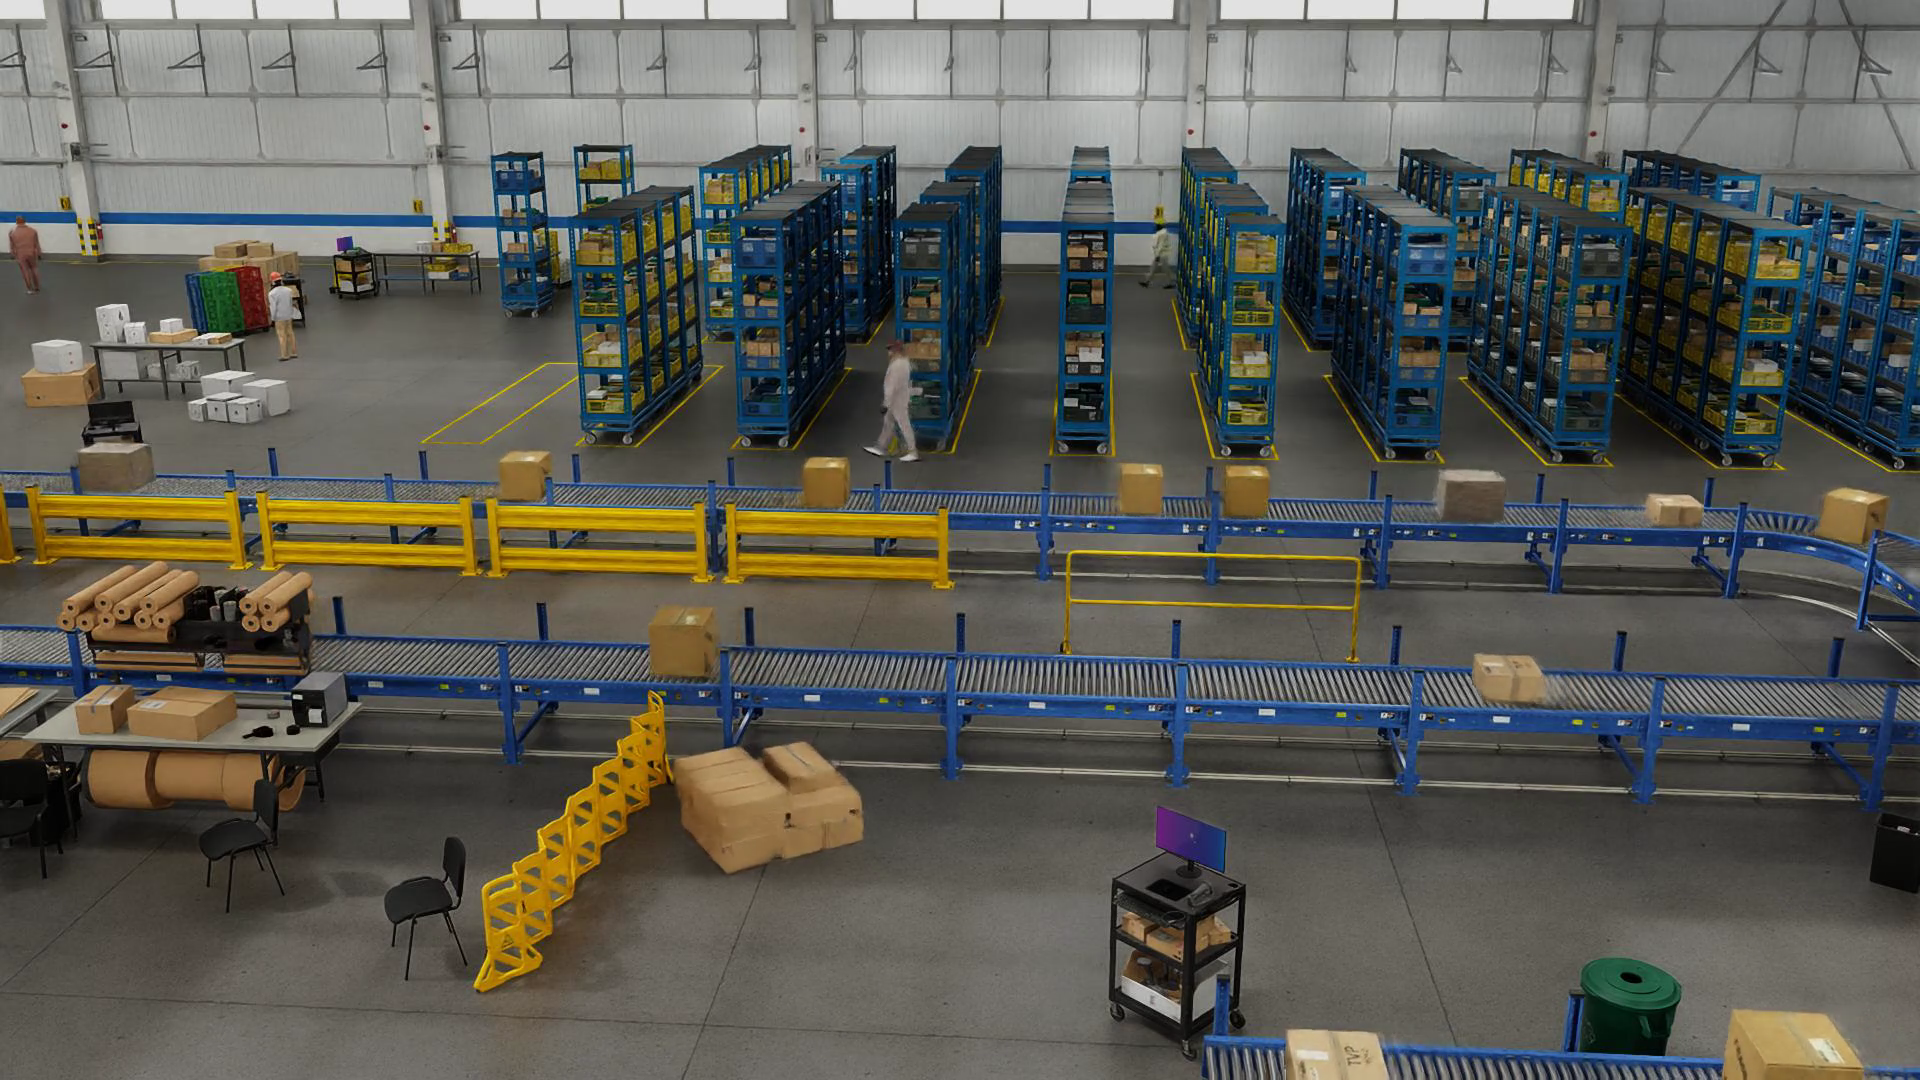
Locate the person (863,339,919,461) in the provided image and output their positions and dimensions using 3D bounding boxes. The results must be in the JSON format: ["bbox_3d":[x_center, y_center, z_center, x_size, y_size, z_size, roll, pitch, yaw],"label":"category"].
[{"bbox_3d":[-1.055,-2.116,25.209,0.958,1.862,0.667,2,18,7],"label":"person"}]

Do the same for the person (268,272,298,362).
[{"bbox_3d":[-13.291,-4.372,32.566,0.339,1.748,0.564,7,19,22],"label":"person"}]

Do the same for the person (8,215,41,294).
[{"bbox_3d":[-22.909,-7.000,40.710,0.647,1.878,0.847,-15,23,-40],"label":"person"}]

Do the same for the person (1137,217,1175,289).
[{"bbox_3d":[4.917,-7.088,41.142,0.941,1.781,0.608,-3,18,-9],"label":"person"}]
